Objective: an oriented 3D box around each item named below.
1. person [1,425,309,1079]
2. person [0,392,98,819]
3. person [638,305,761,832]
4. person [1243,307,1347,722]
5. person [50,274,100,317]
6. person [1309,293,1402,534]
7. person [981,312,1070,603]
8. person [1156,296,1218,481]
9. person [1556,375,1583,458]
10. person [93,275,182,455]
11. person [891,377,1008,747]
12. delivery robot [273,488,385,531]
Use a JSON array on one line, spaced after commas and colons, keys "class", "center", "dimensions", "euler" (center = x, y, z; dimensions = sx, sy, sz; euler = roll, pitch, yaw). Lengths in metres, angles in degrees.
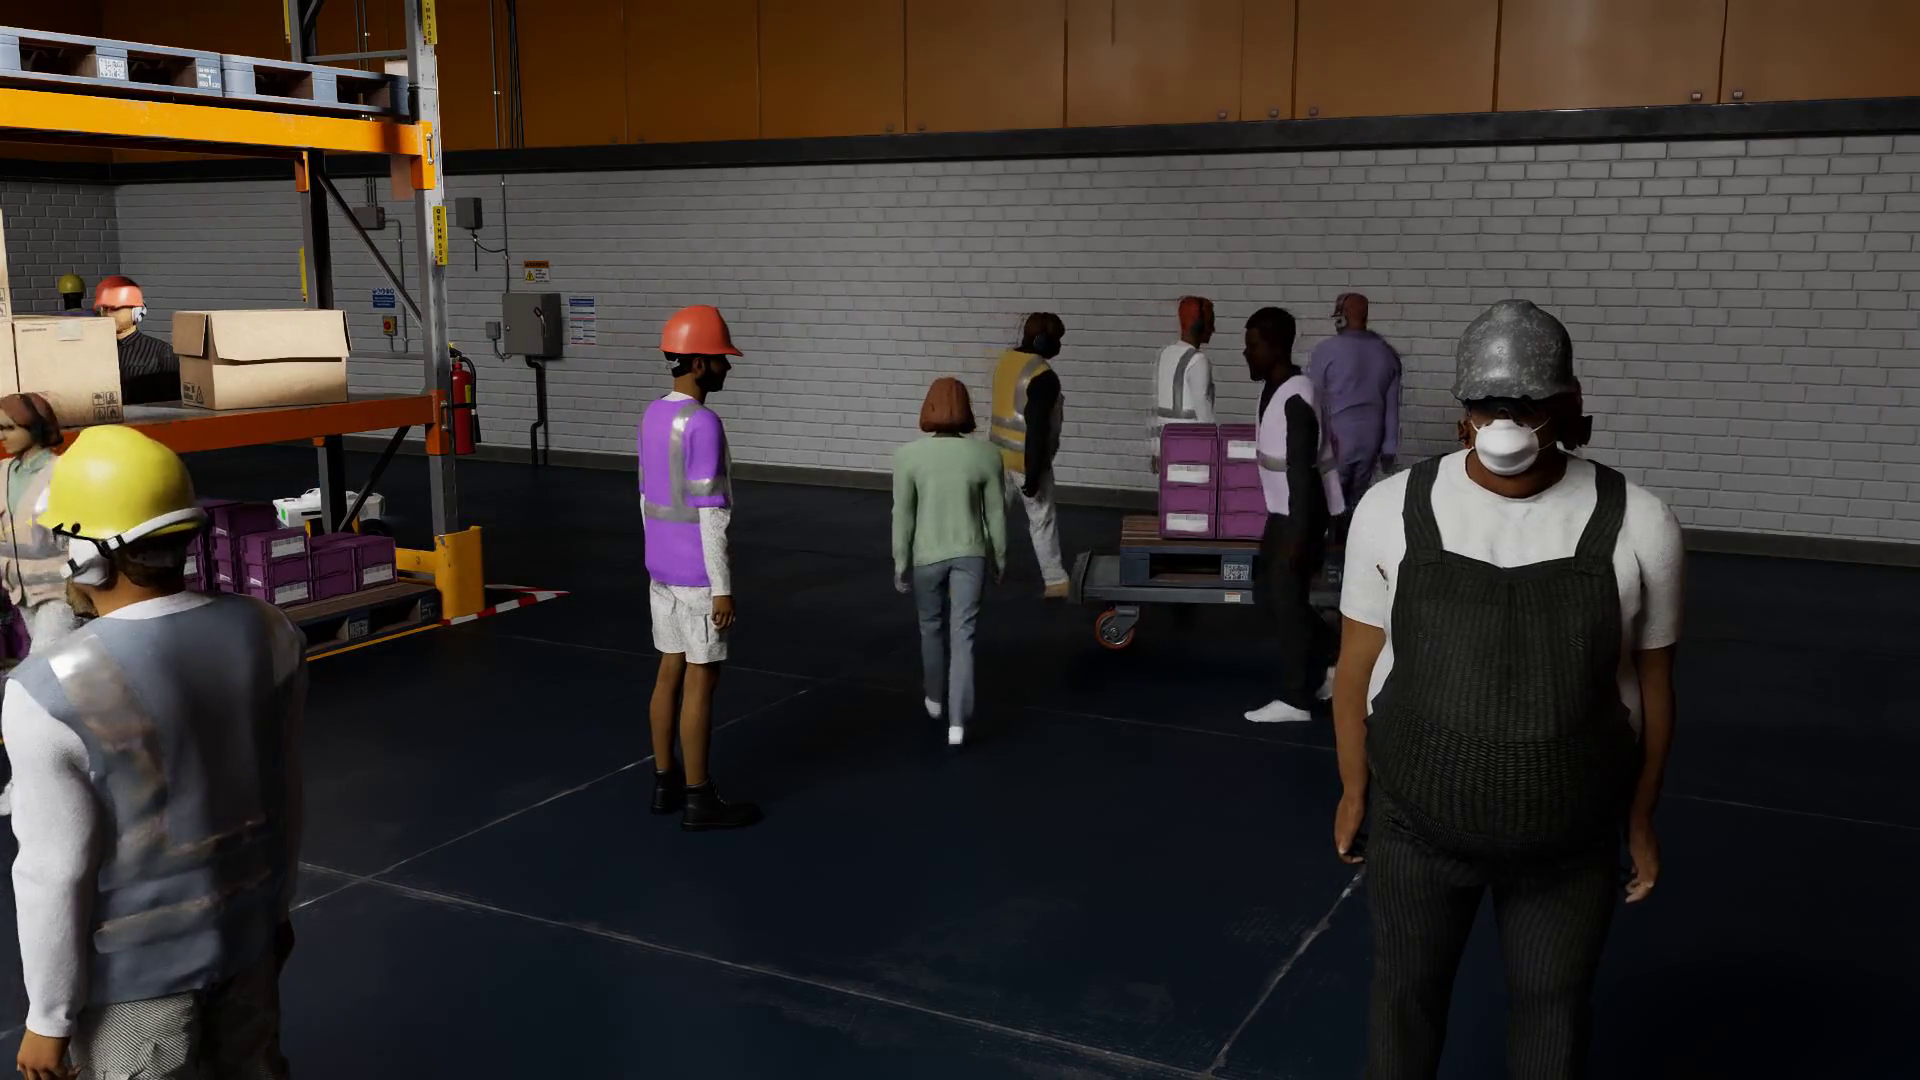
[{"class": "person", "center": [-1.422, 0.708, 2.970], "dimensions": [0.404, 1.835, 0.590], "euler": [4, 11, 21]}, {"class": "person", "center": [-3.558, 0.208, 6.548], "dimensions": [0.534, 1.597, 0.846], "euler": [4, 11, 23]}, {"class": "person", "center": [-0.972, 0.103, 6.176], "dimensions": [0.376, 1.936, 0.549], "euler": [-7, 12, -34]}, {"class": "person", "center": [1.548, -0.103, 7.513], "dimensions": [0.569, 1.894, 0.604], "euler": [-1, 10, -3]}, {"class": "person", "center": [-8.202, -1.508, 15.524], "dimensions": [0.362, 1.930, 0.587], "euler": [8, 13, 39]}, {"class": "person", "center": [2.498, -0.623, 10.539], "dimensions": [0.647, 1.879, 0.721], "euler": [-4, 11, -22]}, {"class": "person", "center": [0.353, -0.484, 10.063], "dimensions": [0.939, 1.785, 0.692], "euler": [-5, 11, -27]}, {"class": "person", "center": [1.341, -0.539, 10.078], "dimensions": [0.504, 1.870, 0.594], "euler": [-3, 10, -14]}, {"class": "person", "center": [2.637, 0.028, 7.559], "dimensions": [0.438, 1.609, 0.538], "euler": [-2, 10, -14]}, {"class": "person", "center": [-4.800, -0.523, 9.628], "dimensions": [0.609, 1.997, 0.375], "euler": [0, 10, 2]}, {"class": "person", "center": [-0.042, 0.083, 7.305], "dimensions": [0.518, 1.591, 0.865], "euler": [0, 10, -3]}, {"class": "delivery robot", "center": [-4.404, -0.192, 11.611], "dimensions": [0.707, 0.478, 0.477], "euler": [-6, 11, -30]}]
